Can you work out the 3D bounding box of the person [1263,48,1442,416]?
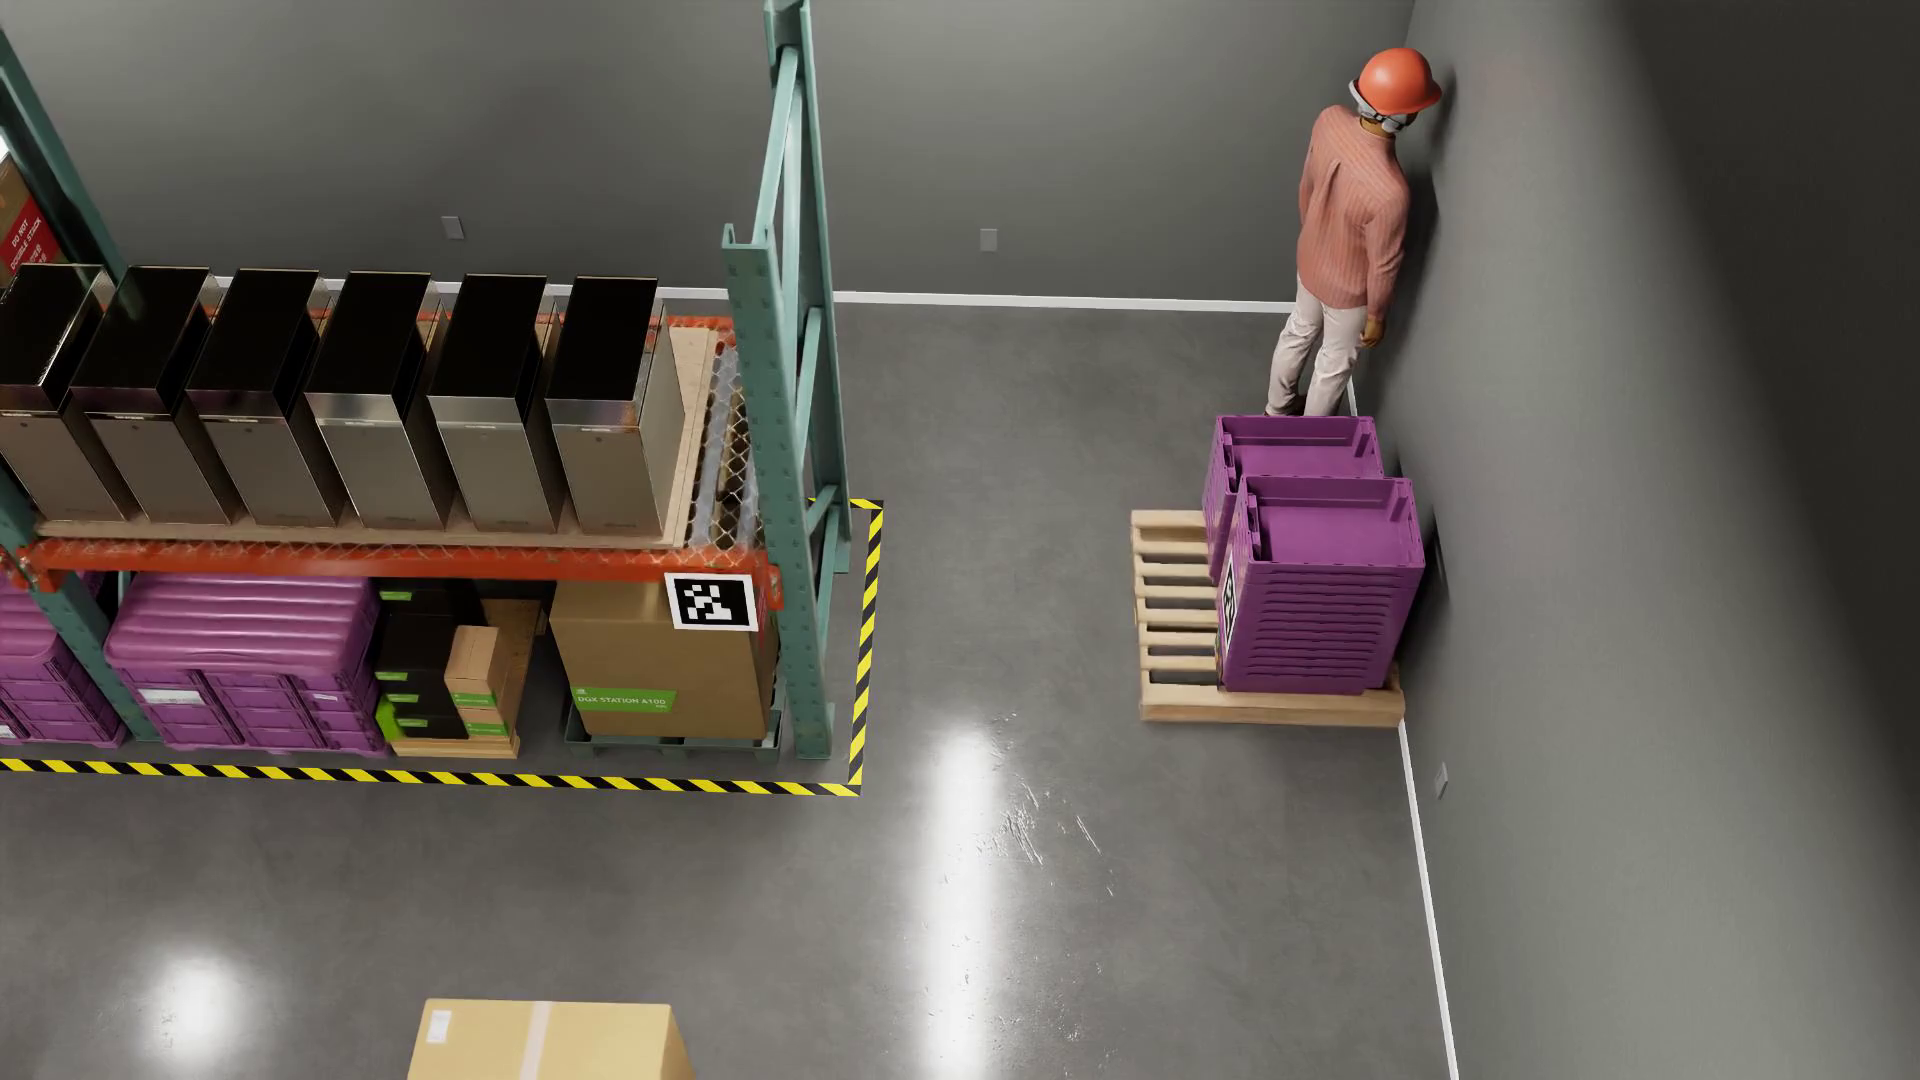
[{"bbox_3d":[1.505,-1.053,6.486,0.382,1.994,0.613,-18,54,-13],"label":"person"}]
